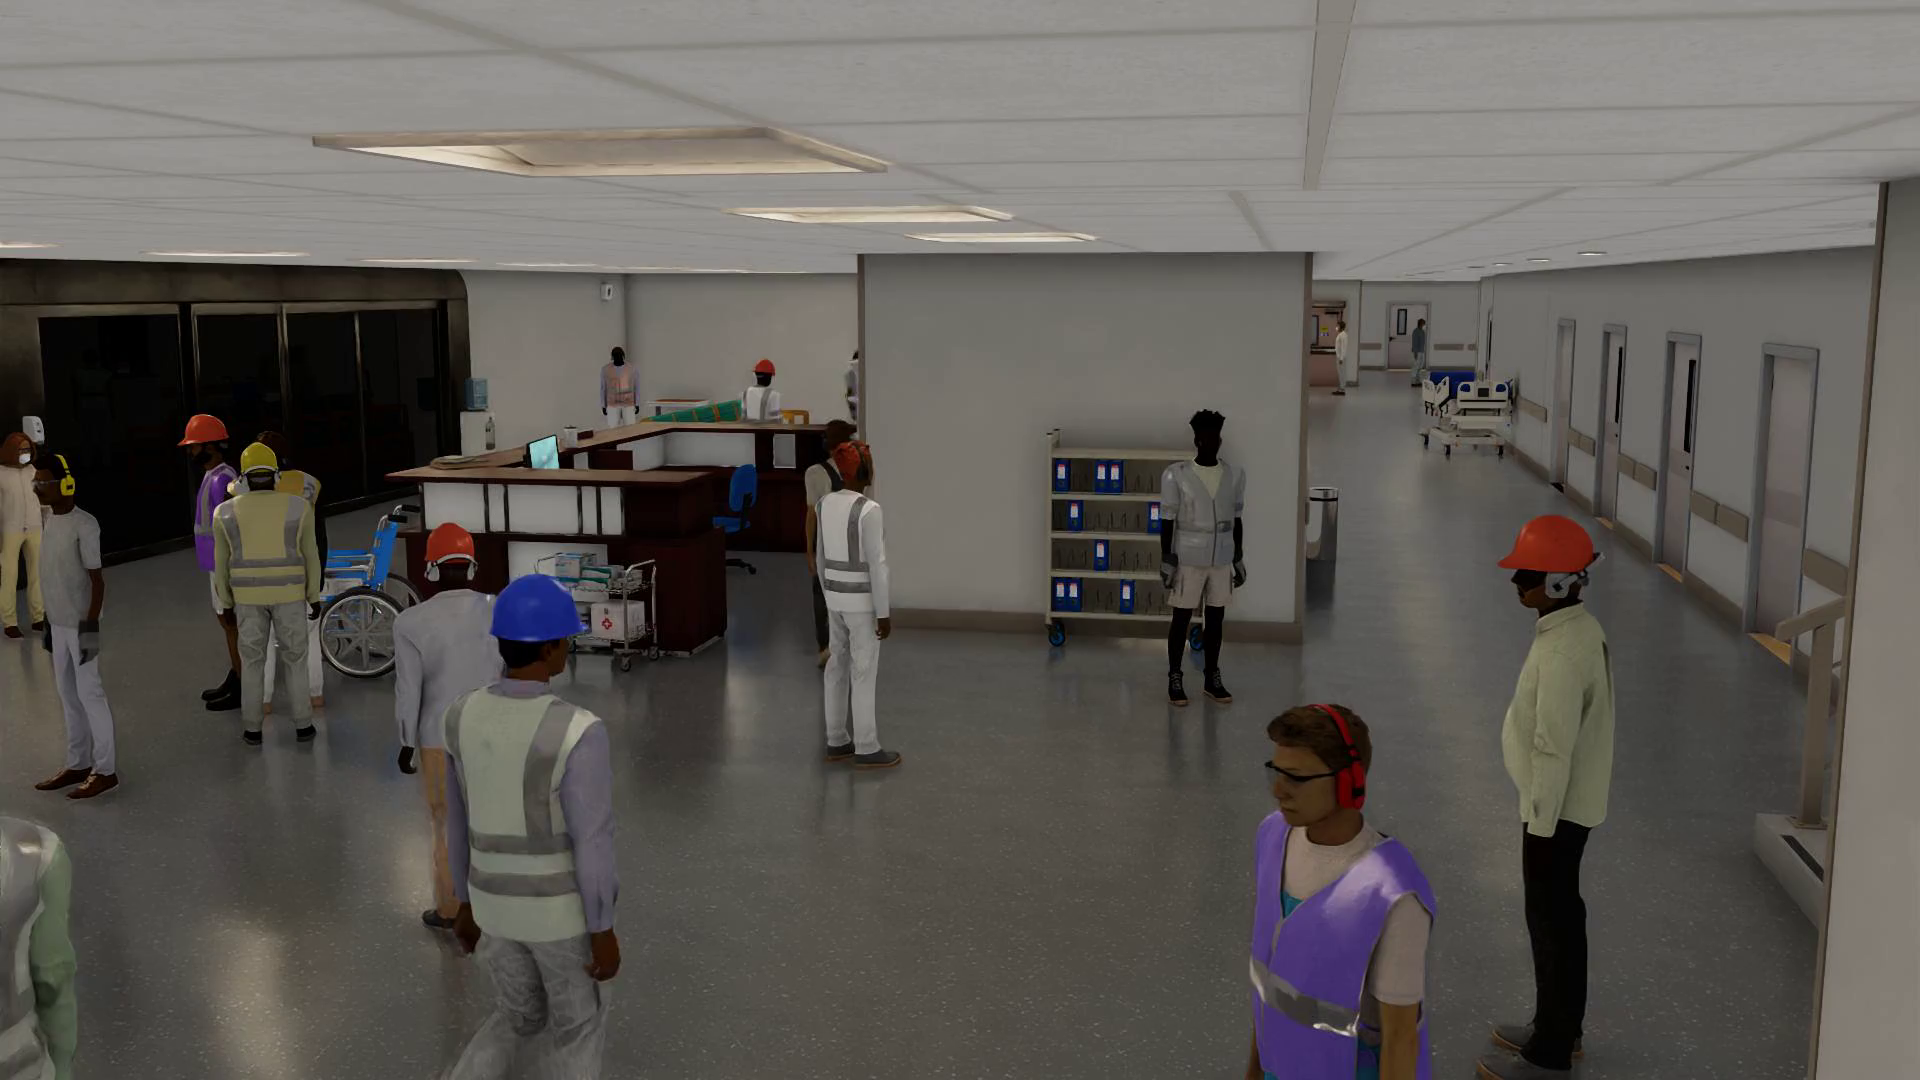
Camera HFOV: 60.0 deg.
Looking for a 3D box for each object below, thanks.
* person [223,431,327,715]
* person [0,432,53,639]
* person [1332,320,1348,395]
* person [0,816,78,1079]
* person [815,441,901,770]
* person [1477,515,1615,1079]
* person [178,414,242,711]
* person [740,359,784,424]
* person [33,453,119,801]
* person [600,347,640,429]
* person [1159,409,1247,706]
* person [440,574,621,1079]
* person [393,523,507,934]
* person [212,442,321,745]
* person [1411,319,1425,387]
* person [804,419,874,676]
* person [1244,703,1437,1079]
[{"bbox_3d":[-4.427,0.211,10.791,0.624,1.835,0.431,-5,10,-32],"label":"person"},{"bbox_3d":[-7.407,-0.041,13.144,0.285,1.627,0.504,5,10,32],"label":"person"},{"bbox_3d":[9.855,-4.706,43.049,0.364,1.939,0.636,1,9,6],"label":"person"},{"bbox_3d":[-2.316,1.230,3.747,0.613,1.920,0.803,-5,10,-29],"label":"person"},{"bbox_3d":[-0.595,0.371,9.534,0.356,1.884,0.574,-8,11,-41],"label":"person"},{"bbox_3d":[2.019,0.900,5.711,0.398,1.989,0.617,4,9,24],"label":"person"},{"bbox_3d":[-4.852,0.145,10.863,0.374,1.933,0.552,-4,10,-27],"label":"person"},{"bbox_3d":[-2.341,-1.195,19.825,0.544,1.912,0.449,7,11,39],"label":"person"},{"bbox_3d":[-4.813,0.462,8.980,0.508,1.872,0.329,6,10,34],"label":"person"},{"bbox_3d":[-5.419,-2.162,26.534,0.628,1.837,0.429,-1,9,-8],"label":"person"},{"bbox_3d":[1.605,0.114,10.968,0.613,1.963,0.362,-3,9,-16],"label":"person"},{"bbox_3d":[-1.272,1.061,4.815,0.612,1.929,0.676,6,10,33],"label":"person"},{"bbox_3d":[-2.154,0.796,7.143,0.566,1.750,0.341,-7,11,-38],"label":"person"},{"bbox_3d":[-4.171,0.326,10.051,0.592,1.826,0.404,-3,9,-16],"label":"person"},{"bbox_3d":[12.888,-5.253,46.731,0.386,1.929,0.635,6,11,36],"label":"person"},{"bbox_3d":[-0.849,0.056,11.800,0.511,1.834,0.415,-2,9,-11],"label":"person"},{"bbox_3d":[0.851,1.263,3.791,0.377,1.835,0.566,-3,9,-21],"label":"person"}]
